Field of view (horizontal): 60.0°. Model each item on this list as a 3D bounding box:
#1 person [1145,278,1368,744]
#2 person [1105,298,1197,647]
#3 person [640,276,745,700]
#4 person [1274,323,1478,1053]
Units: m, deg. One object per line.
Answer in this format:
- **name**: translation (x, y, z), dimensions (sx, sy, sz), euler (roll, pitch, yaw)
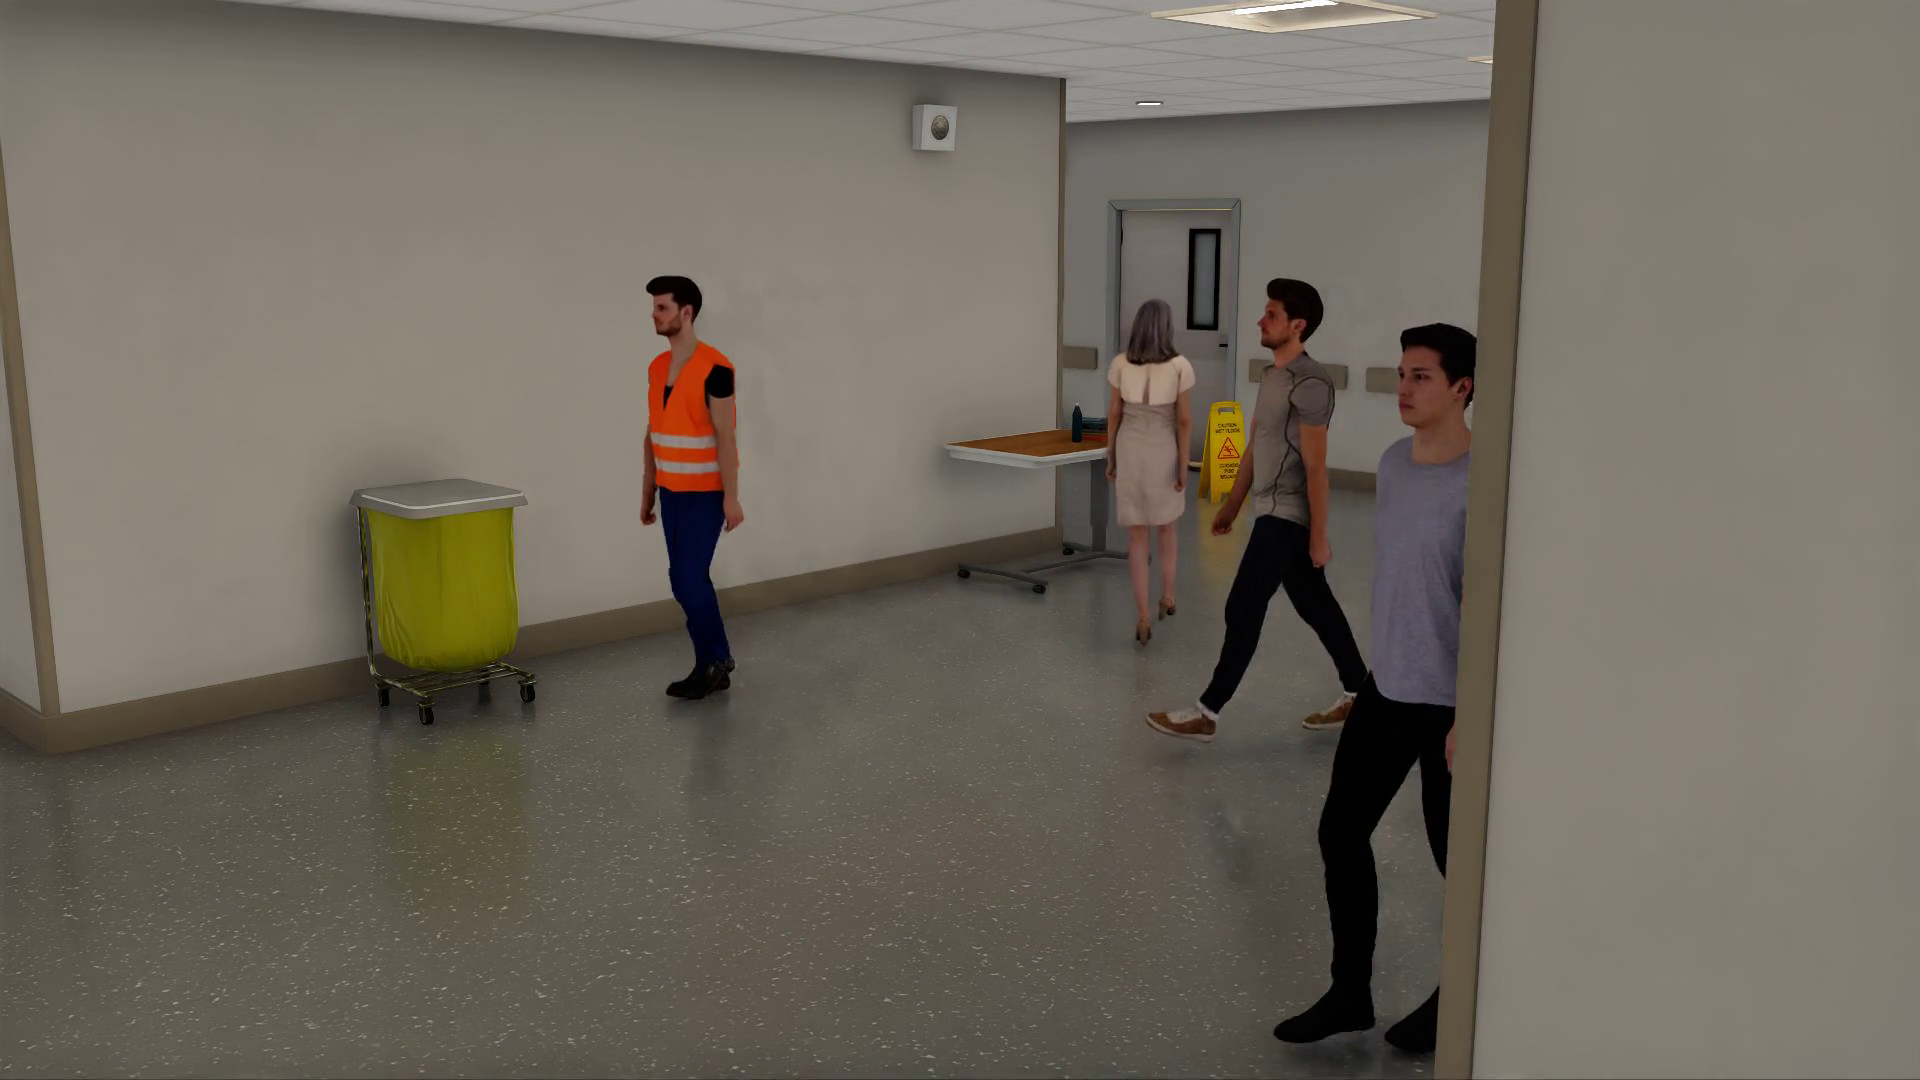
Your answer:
- **person**: translation (1.384, -0.069, 6.640), dimensions (1.217, 1.844, 1.192), euler (-1, 11, -3)
- **person**: translation (0.934, -0.317, 8.310), dimensions (0.984, 1.710, 0.975), euler (2, 11, 10)
- **person**: translation (-1.107, -0.222, 7.376), dimensions (0.589, 1.872, 0.759), euler (10, 15, 43)
- **person**: translation (1.257, 0.394, 4.190), dimensions (0.892, 1.849, 0.849), euler (-6, 12, -27)
